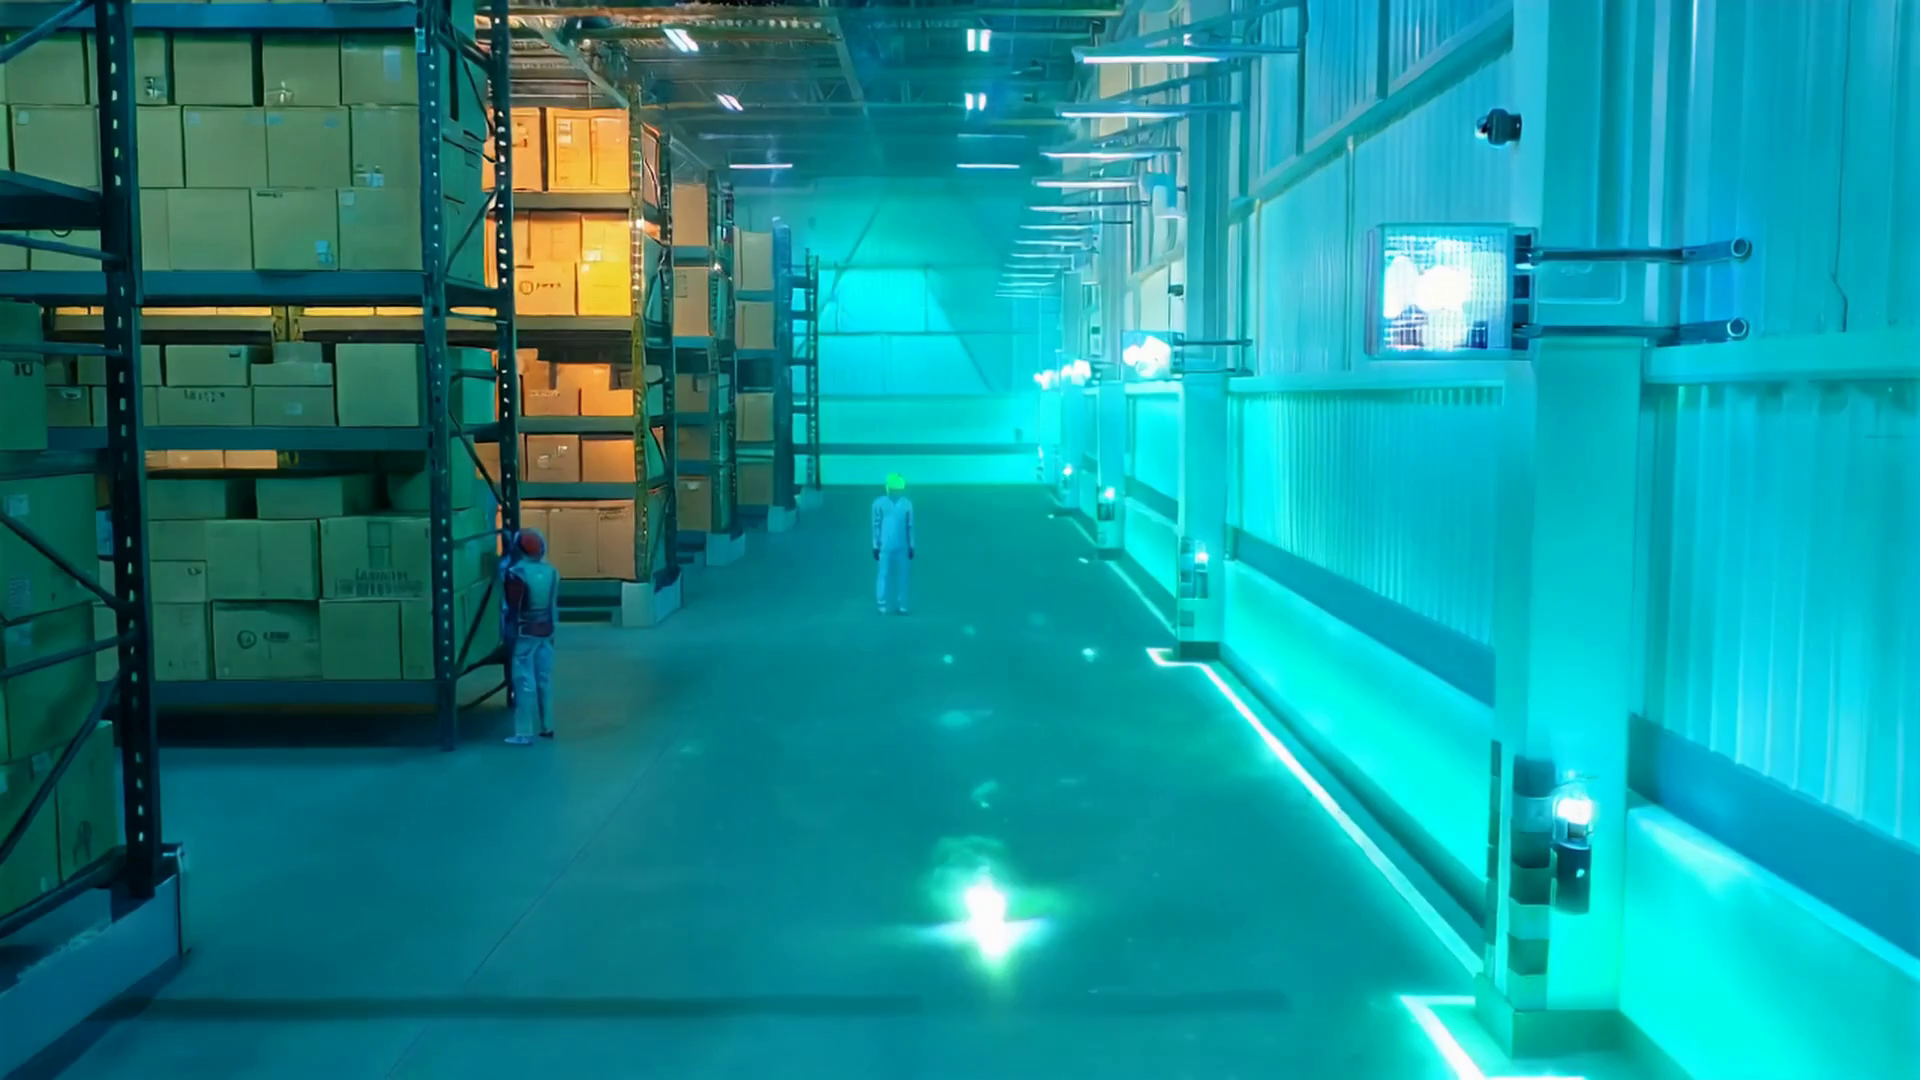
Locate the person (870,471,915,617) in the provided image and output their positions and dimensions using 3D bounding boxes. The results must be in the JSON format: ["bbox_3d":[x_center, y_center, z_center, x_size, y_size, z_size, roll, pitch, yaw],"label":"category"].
[{"bbox_3d":[-0.792,0.051,19.865,0.566,1.744,0.350,-3,6,-28],"label":"person"}]

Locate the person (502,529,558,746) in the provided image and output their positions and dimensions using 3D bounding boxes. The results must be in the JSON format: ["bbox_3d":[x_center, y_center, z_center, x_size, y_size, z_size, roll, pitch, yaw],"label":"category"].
[{"bbox_3d":[-3.236,0.733,12.583,0.313,1.632,0.525,3,6,29],"label":"person"}]
